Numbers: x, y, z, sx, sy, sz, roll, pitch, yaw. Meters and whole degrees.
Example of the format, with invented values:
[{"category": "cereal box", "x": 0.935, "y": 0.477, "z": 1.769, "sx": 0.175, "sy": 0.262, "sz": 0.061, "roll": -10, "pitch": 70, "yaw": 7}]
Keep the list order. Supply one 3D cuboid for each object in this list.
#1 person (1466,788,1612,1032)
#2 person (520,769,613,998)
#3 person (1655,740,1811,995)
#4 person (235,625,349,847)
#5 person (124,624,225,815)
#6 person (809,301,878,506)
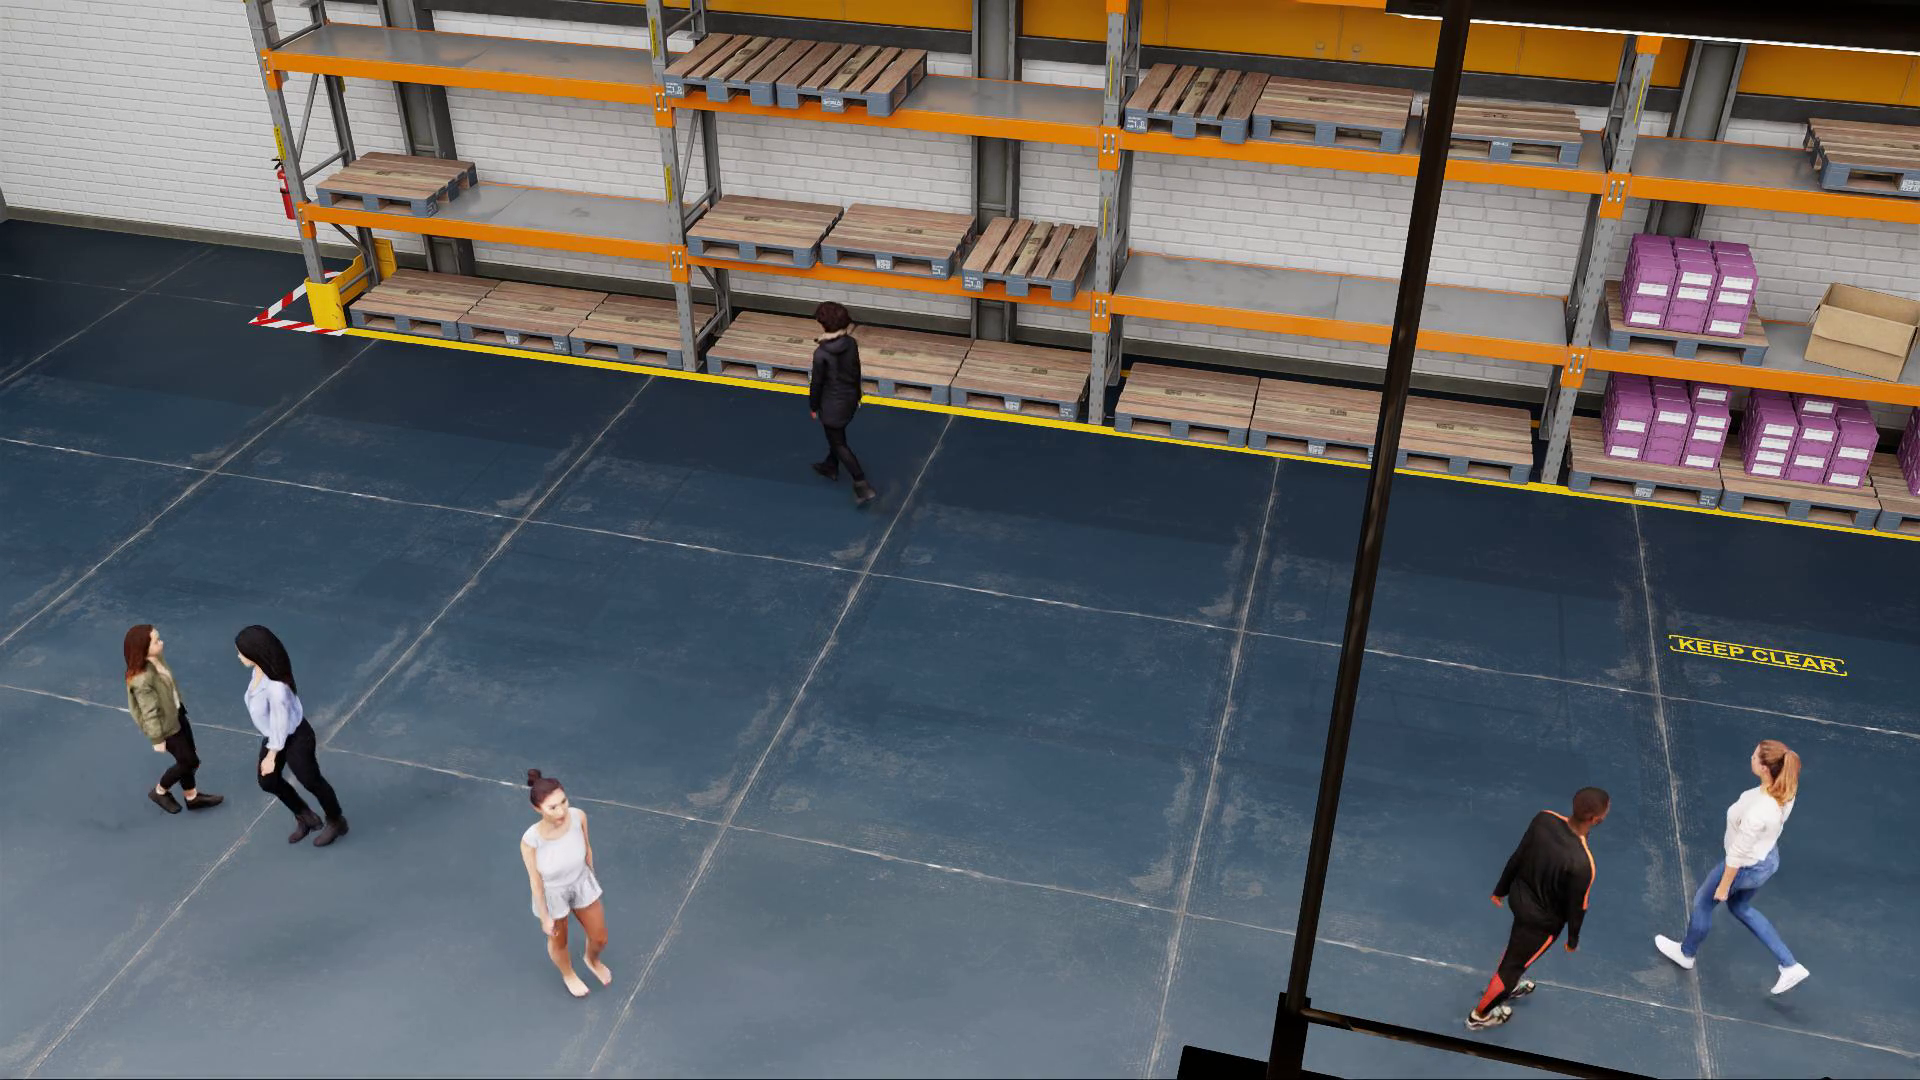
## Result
[{"category": "person", "x": 3.039, "y": 2.036, "z": 9.003, "sx": 0.908, "sy": 1.779, "sz": 0.853, "roll": -12, "pitch": 35, "yaw": -17}, {"category": "person", "x": -2.266, "y": 1.927, "z": 9.337, "sx": 0.669, "sy": 1.591, "sz": 0.718, "roll": -24, "pitch": 40, "yaw": -32}, {"category": "person", "x": 4.494, "y": 1.881, "z": 9.306, "sx": 0.992, "sy": 1.701, "sz": 1.135, "roll": -29, "pitch": 43, "yaw": -36}, {"category": "person", "x": -4.041, "y": 1.220, "z": 10.277, "sx": 0.847, "sy": 1.727, "sz": 0.778, "roll": -23, "pitch": 40, "yaw": -30}, {"category": "person", "x": -5.124, "y": 1.172, "z": 10.585, "sx": 0.764, "sy": 1.466, "sz": 0.713, "roll": -5, "pitch": 34, "yaw": -7}, {"category": "person", "x": -0.959, "y": -1.105, "z": 13.754, "sx": 1.222, "sy": 1.751, "sz": 1.005, "roll": 28, "pitch": 43, "yaw": 36}]
